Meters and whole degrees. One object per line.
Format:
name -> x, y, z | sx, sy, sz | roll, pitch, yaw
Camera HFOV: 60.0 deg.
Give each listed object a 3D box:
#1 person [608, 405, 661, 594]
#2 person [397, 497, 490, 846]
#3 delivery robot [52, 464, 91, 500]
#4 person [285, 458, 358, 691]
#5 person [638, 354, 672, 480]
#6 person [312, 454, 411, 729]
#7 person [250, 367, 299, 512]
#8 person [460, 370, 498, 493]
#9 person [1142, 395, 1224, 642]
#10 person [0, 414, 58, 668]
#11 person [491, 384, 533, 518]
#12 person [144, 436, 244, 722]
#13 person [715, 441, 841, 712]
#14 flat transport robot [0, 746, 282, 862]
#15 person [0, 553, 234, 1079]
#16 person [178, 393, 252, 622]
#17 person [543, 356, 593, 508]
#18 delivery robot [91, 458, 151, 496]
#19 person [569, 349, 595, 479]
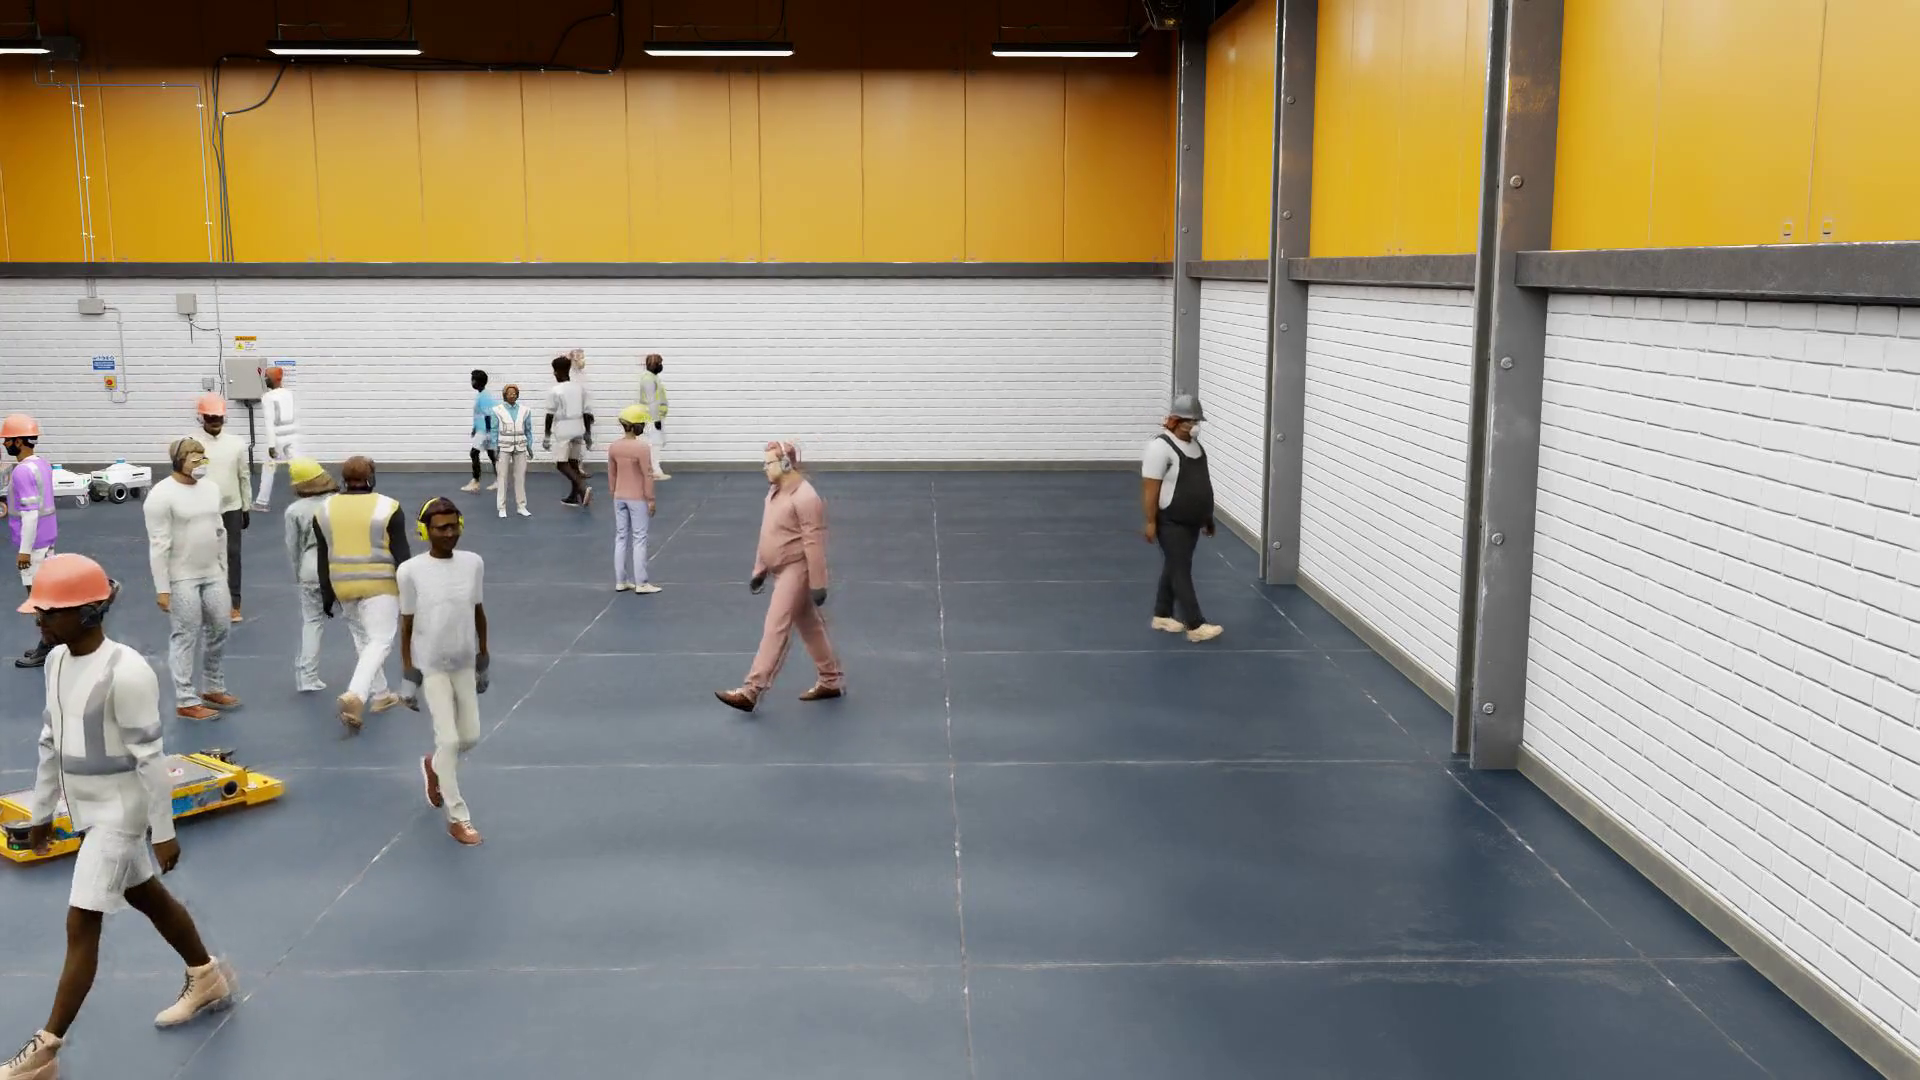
person -> -3.049, -0.377, 15.577 | 0.533, 1.767, 0.326 | 6, 11, 33
person -> -2.775, 0.671, 8.902 | 0.517, 1.853, 0.694 | -9, 13, -43
delivery robot -> -11.416, -0.715, 21.066 | 0.707, 0.478, 0.477 | -3, 10, -15
person -> -4.570, 0.242, 12.055 | 0.557, 1.688, 0.584 | -3, 10, -19
person -> -4.393, -1.759, 23.857 | 0.446, 1.827, 0.636 | -1, 9, -6
person -> -3.986, 0.336, 11.108 | 0.628, 1.810, 0.871 | 1, 9, 5
person -> -8.439, -1.241, 20.676 | 1.010, 1.833, 0.590 | 3, 10, 19
person -> -6.556, -1.474, 22.612 | 0.705, 1.671, 0.532 | -2, 10, -14
person -> 1.894, -0.201, 13.655 | 0.832, 2.000, 0.702 | 8, 12, 39
person -> -7.109, 0.004, 12.713 | 0.358, 1.936, 0.552 | -3, 10, -15
person -> -5.482, -1.096, 20.365 | 0.514, 1.642, 0.314 | -6, 11, -32
person -> -5.153, 0.265, 11.172 | 0.381, 1.929, 0.645 | 3, 10, 20
person -> -1.260, 0.248, 11.471 | 1.006, 1.846, 0.638 | -4, 10, -22
flat transport robot -> -4.562, 1.422, 9.117 | 0.652, 0.197, 1.431 | 7, 12, 37
person -> -3.284, 1.024, 6.327 | 0.637, 1.983, 1.072 | 7, 12, 37
person -> -6.467, -0.293, 14.424 | 0.627, 1.978, 0.751 | -6, 11, -35
person -> -4.895, -1.347, 20.976 | 0.770, 1.945, 0.620 | 7, 11, 36
delivery robot -> -10.958, -0.825, 21.741 | 0.477, 0.478, 0.707 | 4, 10, 25
person -> -5.493, -1.818, 24.043 | 0.454, 1.889, 0.646 | -1, 9, -5
